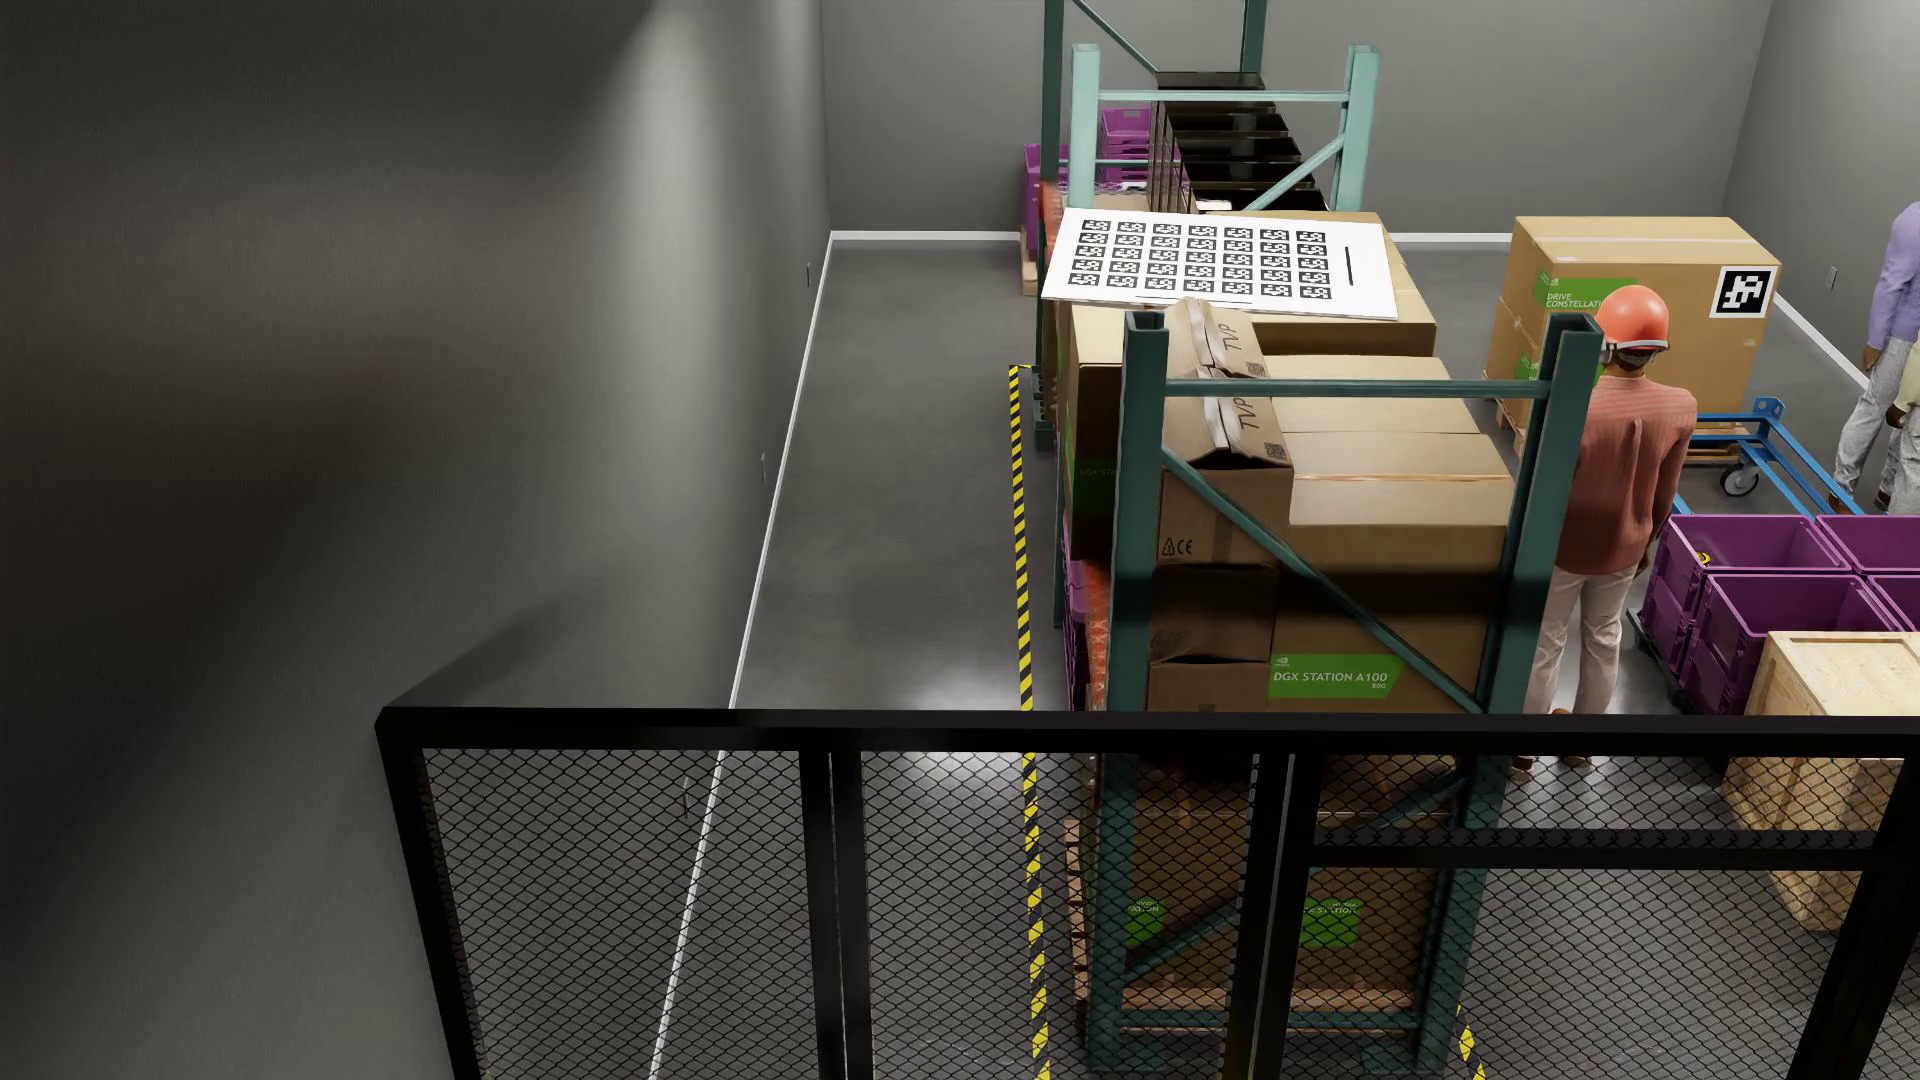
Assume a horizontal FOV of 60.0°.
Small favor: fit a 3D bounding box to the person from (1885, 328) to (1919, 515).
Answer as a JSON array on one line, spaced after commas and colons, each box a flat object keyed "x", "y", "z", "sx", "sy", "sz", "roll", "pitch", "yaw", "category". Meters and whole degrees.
[{"x": 4.451, "y": -0.651, "z": 7.392, "sx": 0.602, "sy": 1.836, "sz": 0.404, "roll": 2, "pitch": 31, "yaw": 3, "category": "person"}]

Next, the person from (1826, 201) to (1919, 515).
[{"x": 4.546, "y": -0.943, "z": 7.782, "sx": 0.629, "sy": 1.939, "sz": 0.374, "roll": 0, "pitch": 31, "yaw": 0, "category": "person"}]

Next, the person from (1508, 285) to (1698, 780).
[{"x": 2.309, "y": 0.008, "z": 6.149, "sx": 0.612, "sy": 1.995, "sz": 0.382, "roll": -7, "pitch": 32, "yaw": -12, "category": "person"}]
